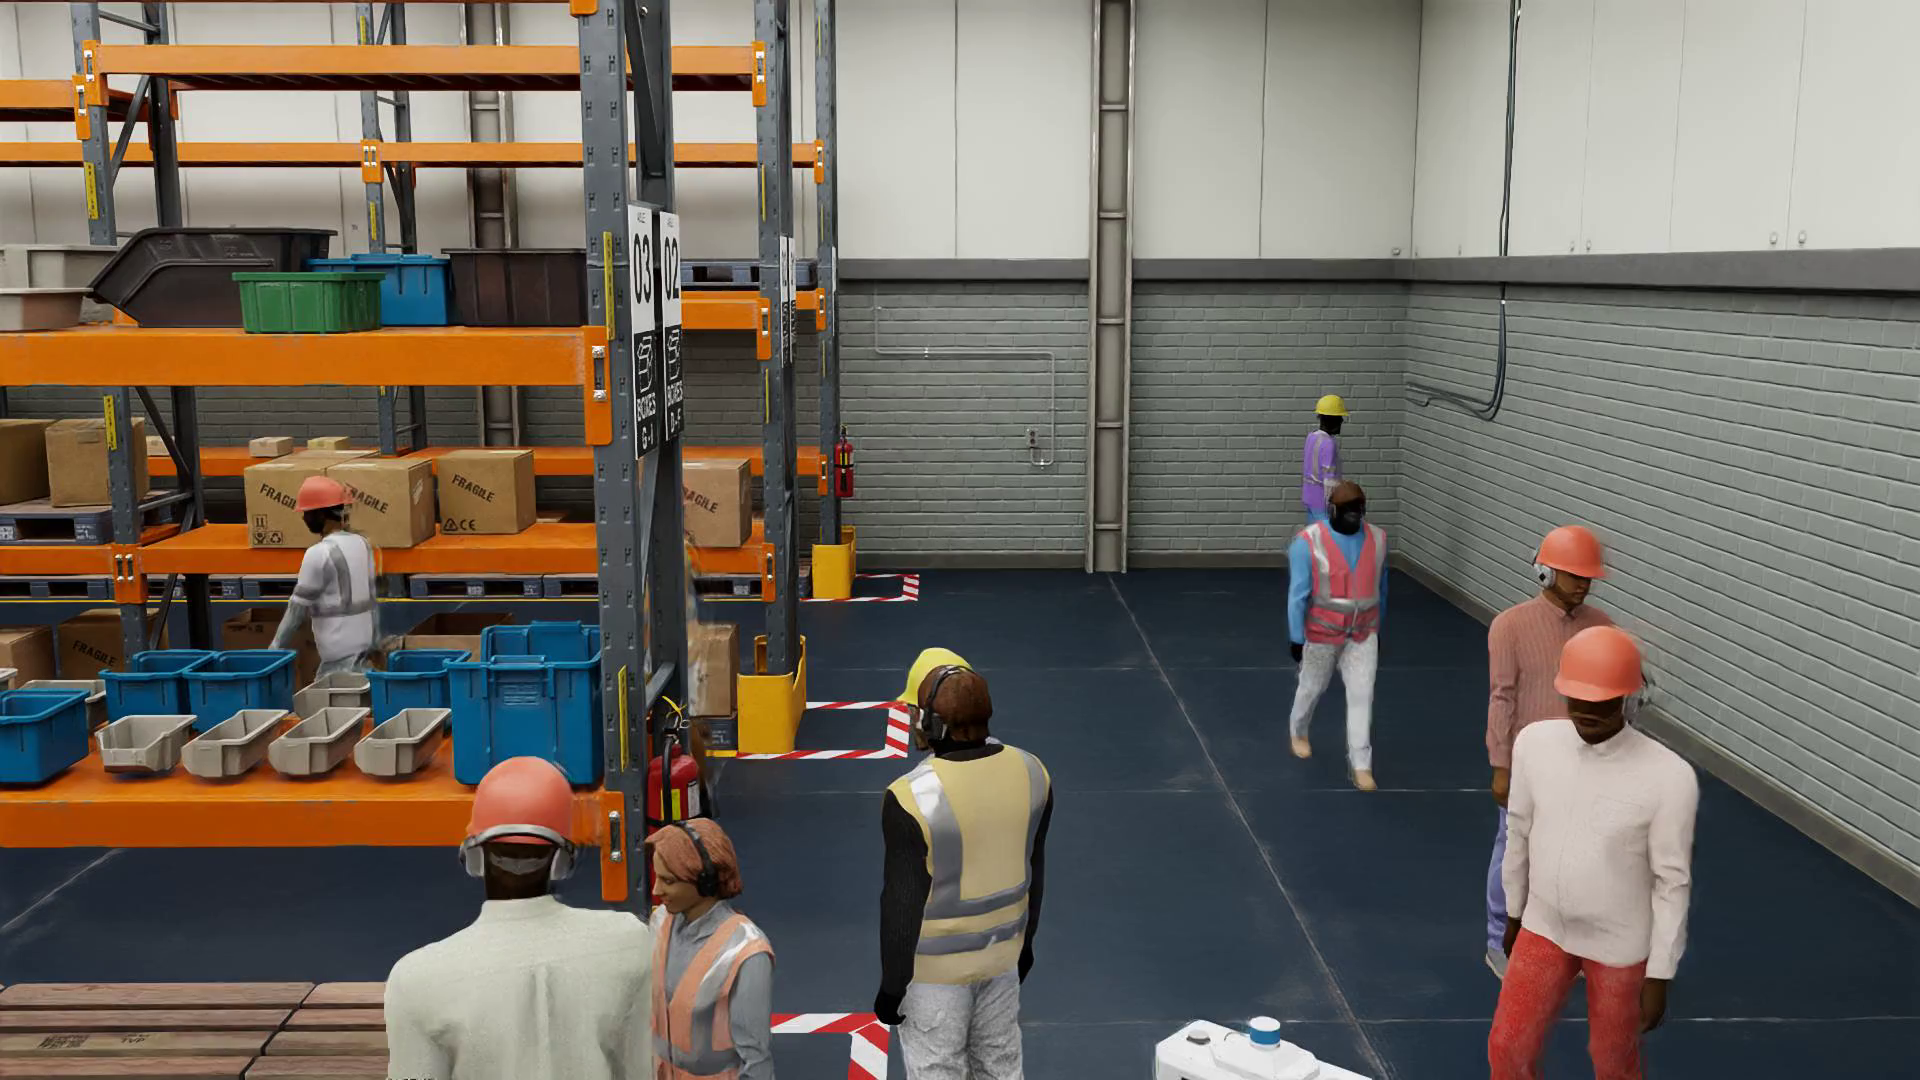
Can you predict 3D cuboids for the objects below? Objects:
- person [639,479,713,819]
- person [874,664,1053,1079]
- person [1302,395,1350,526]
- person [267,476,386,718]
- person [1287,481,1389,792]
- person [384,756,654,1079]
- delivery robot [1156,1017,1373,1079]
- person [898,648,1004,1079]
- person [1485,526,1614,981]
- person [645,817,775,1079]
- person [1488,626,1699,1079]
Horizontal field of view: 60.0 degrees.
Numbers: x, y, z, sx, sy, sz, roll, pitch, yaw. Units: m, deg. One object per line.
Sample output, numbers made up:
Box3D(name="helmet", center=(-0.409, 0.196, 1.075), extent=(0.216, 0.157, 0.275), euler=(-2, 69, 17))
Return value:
Box3D(name="person", center=(-1.646, 0.628, 8.996), extent=(0.646, 1.909, 0.569), euler=(-5, 11, -28))
Box3D(name="person", center=(-0.014, 1.287, 5.148), extent=(0.635, 1.840, 0.429), euler=(-8, 12, -40))
Box3D(name="person", center=(3.240, -0.327, 14.777), extent=(0.379, 1.924, 0.594), euler=(-1, 9, -5))
Box3D(name="person", center=(-3.586, 0.584, 9.330), extent=(1.007, 1.874, 0.549), euler=(0, 9, 2))
Box3D(name="person", center=(2.237, 0.521, 9.985), extent=(0.638, 1.808, 0.922), euler=(-1, 9, -9))
Box3D(name="person", center=(-0.970, 1.456, 3.720), extent=(0.638, 1.969, 0.426), euler=(-6, 11, -32))
Box3D(name="delivery robot", center=(1.001, 1.823, 5.501), extent=(0.707, 0.478, 0.477), euler=(8, 12, 41))
Box3D(name="person", center=(-0.036, 1.253, 5.433), extent=(0.403, 1.817, 0.604), euler=(5, 11, 30))
Box3D(name="person", center=(2.497, 0.913, 7.019), extent=(0.618, 1.980, 0.408), euler=(-2, 10, -13))
Box3D(name="person", center=(-0.651, 1.517, 4.385), extent=(0.313, 1.631, 0.526), euler=(-8, 12, -42))
Box3D(name="person", center=(1.871, 1.232, 5.073), extent=(0.768, 1.964, 0.638), euler=(-9, 13, -42))
